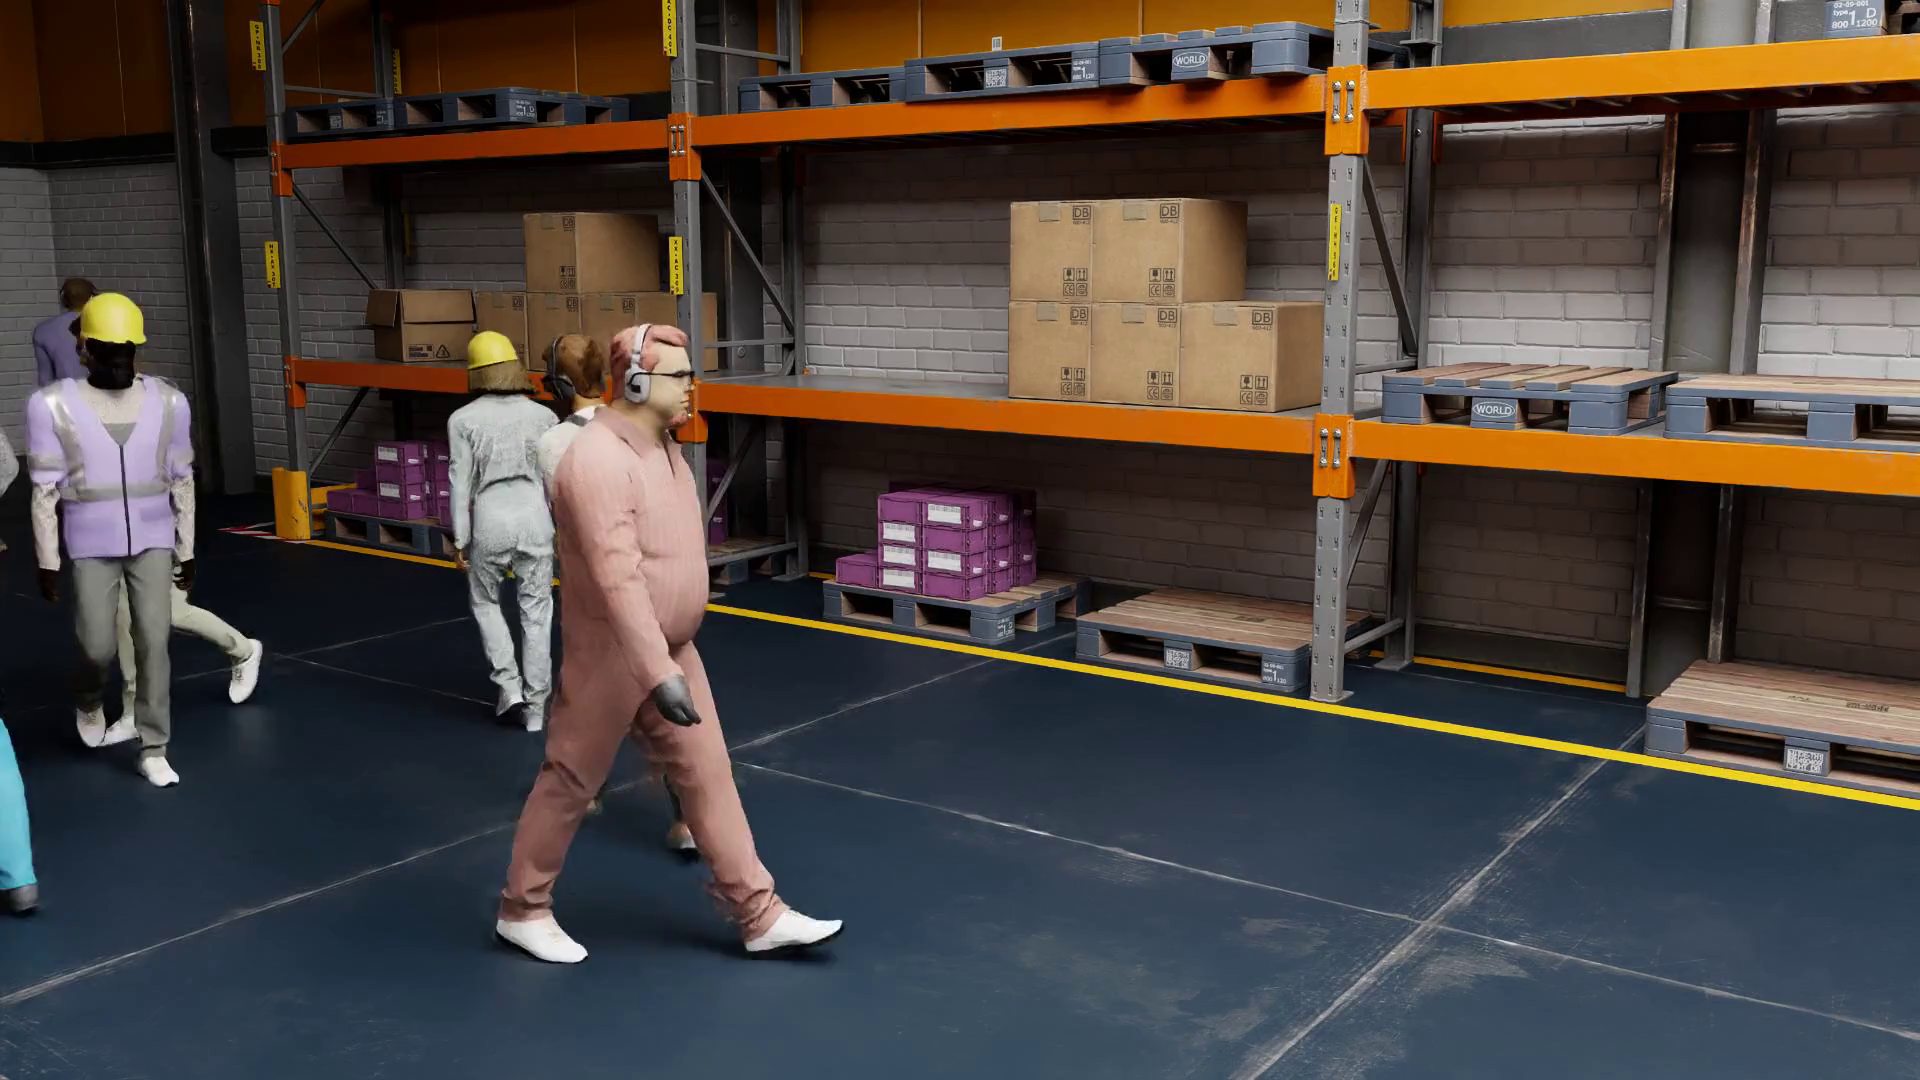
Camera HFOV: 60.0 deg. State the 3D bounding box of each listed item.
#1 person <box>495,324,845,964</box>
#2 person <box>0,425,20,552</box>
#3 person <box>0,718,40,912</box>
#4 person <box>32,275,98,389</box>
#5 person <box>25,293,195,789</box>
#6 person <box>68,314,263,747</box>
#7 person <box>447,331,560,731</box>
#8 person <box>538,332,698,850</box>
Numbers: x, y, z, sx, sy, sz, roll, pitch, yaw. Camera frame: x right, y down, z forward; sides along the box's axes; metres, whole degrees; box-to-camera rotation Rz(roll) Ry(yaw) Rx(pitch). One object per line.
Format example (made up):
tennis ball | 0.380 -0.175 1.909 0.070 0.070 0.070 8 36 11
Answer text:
person | -0.892 0.322 4.711 1.039 1.848 0.651 3 10 15
person | -6.795 -0.826 11.457 0.415 1.871 0.595 1 10 4
person | -3.268 0.273 5.181 0.987 1.792 0.564 6 11 32
person | -6.234 -0.923 11.896 0.624 1.917 0.446 -3 10 -16
person | -3.291 -0.007 6.480 0.601 1.905 0.644 -8 12 -39
person | -3.430 -0.081 7.162 0.579 1.825 0.791 5 11 28
person | -1.934 -0.032 7.157 0.512 1.716 0.405 -5 11 -25
person | -1.198 0.181 5.760 0.988 1.782 0.530 9 13 42
